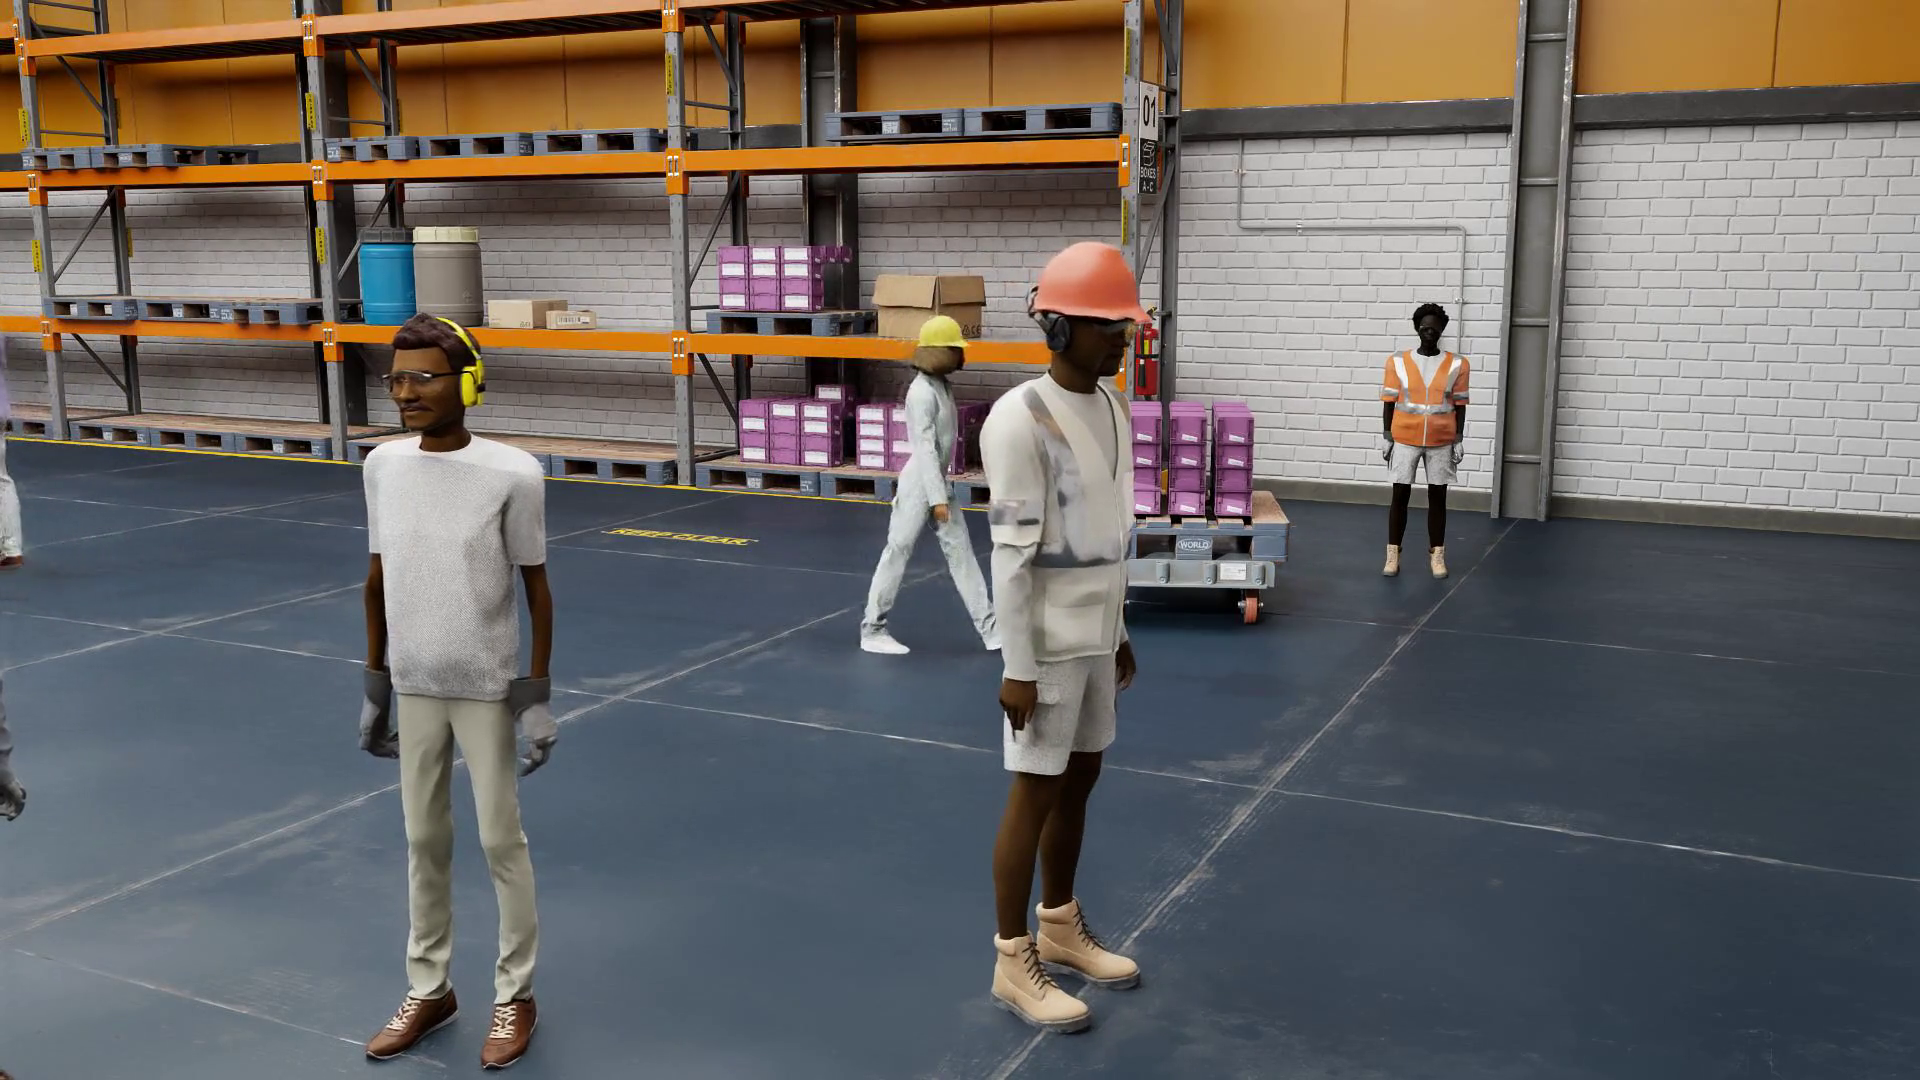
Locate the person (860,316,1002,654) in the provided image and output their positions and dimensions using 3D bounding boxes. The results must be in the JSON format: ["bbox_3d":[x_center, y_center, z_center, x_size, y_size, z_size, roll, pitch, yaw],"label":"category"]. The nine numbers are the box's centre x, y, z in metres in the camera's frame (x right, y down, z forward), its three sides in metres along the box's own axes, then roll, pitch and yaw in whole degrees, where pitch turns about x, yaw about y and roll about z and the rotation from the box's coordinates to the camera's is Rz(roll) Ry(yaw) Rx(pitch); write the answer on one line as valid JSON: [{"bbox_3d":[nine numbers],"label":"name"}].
[{"bbox_3d":[-0.098,-0.252,8.242,0.900,1.691,0.503,3,10,16],"label":"person"}]

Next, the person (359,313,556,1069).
[{"bbox_3d":[-1.252,0.380,4.121,0.520,1.874,0.332,2,10,12],"label":"person"}]

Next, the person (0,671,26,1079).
[{"bbox_3d":[-2.351,0.568,3.724,0.280,1.633,0.503,4,11,24],"label":"person"}]

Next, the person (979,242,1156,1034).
[{"bbox_3d":[0.310,0.251,4.375,0.396,2.038,0.614,6,12,32],"label":"person"}]

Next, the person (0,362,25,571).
[{"bbox_3d":[-6.152,-0.719,10.305,0.531,1.904,0.757,-2,10,-13],"label":"person"}]

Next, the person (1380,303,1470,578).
[{"bbox_3d":[2.862,-0.610,10.281,0.535,1.700,0.318,2,10,11],"label":"person"}]
